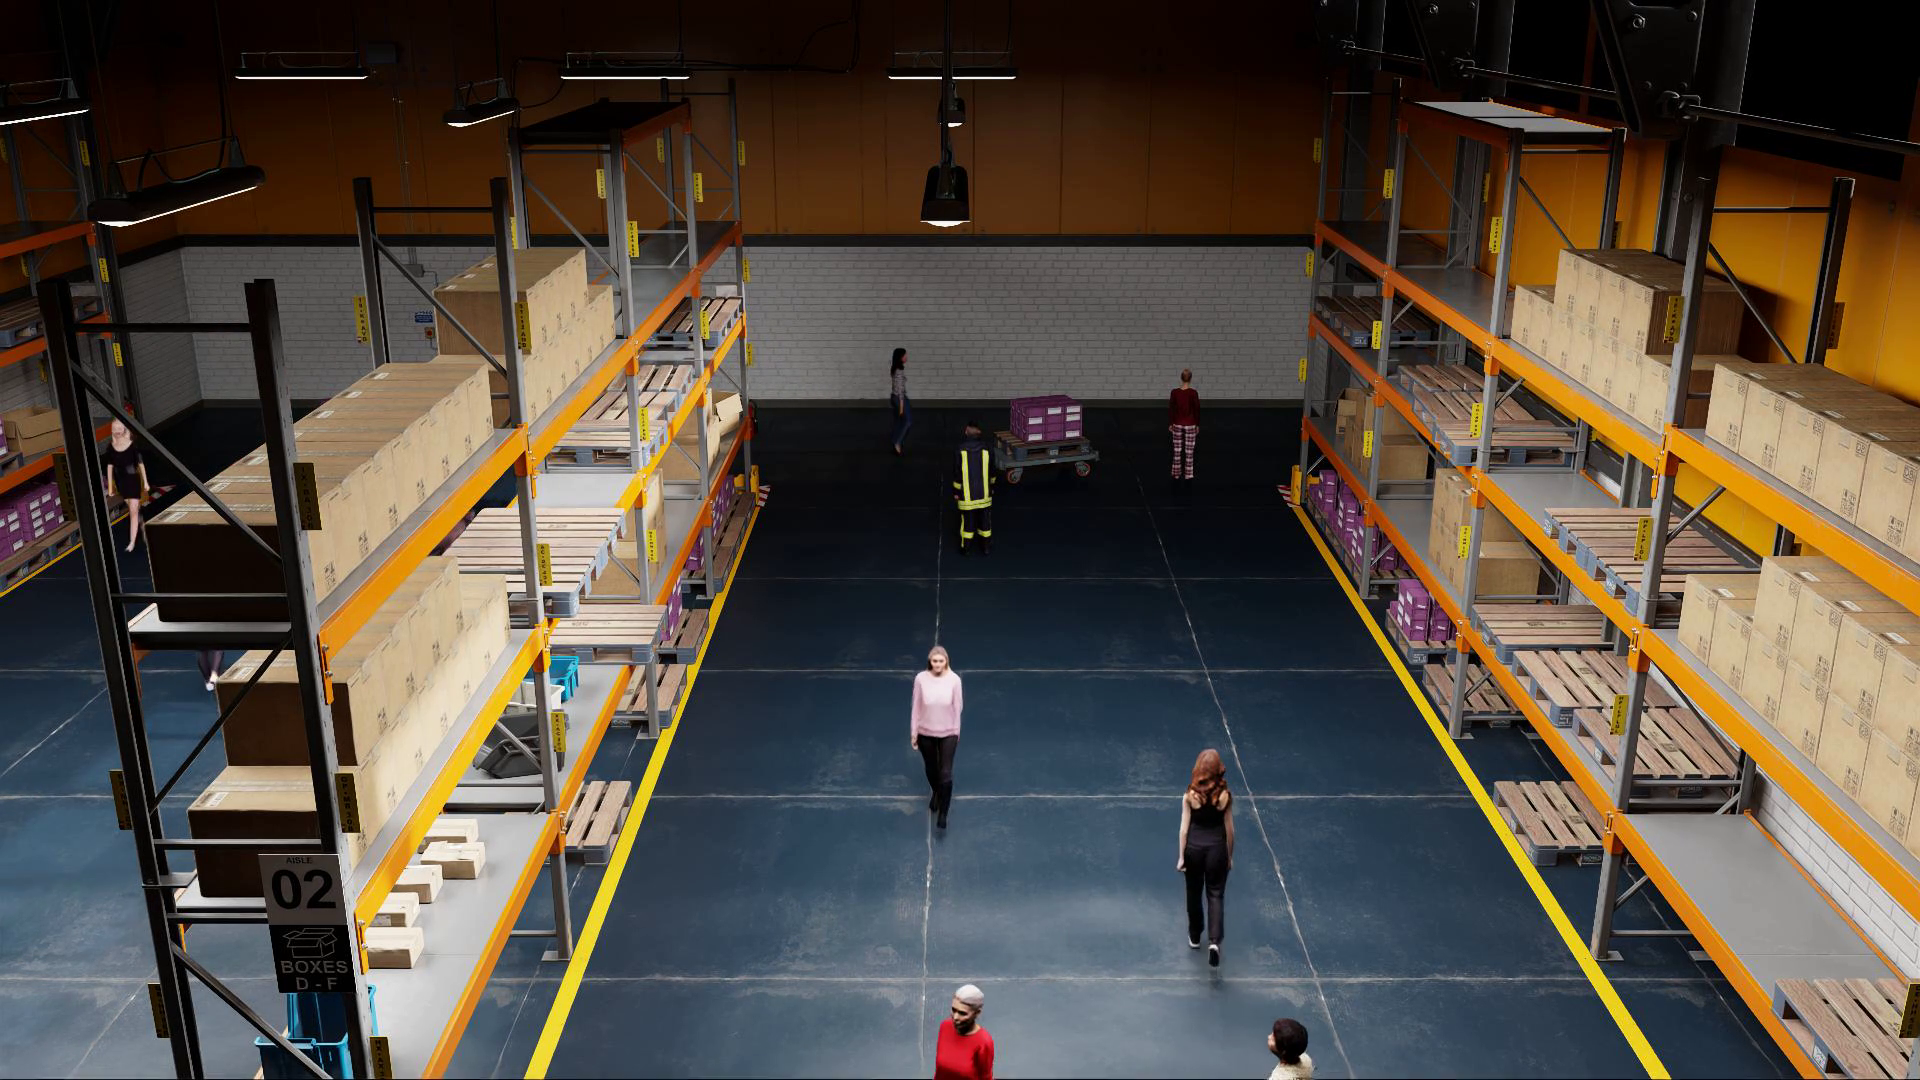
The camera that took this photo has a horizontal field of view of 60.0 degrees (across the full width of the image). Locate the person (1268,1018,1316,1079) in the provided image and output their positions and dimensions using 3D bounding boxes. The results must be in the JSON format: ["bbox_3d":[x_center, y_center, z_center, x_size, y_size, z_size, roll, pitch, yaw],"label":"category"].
[{"bbox_3d":[1.963,3.524,9.791,0.880,1.571,0.854,12,22,31],"label":"person"}]

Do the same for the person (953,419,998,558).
[{"bbox_3d":[0.182,-0.701,21.874,0.829,1.866,0.788,-5,19,-14],"label":"person"}]

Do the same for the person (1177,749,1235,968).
[{"bbox_3d":[1.886,2.451,12.727,0.587,1.729,0.979,0,19,1],"label":"person"}]

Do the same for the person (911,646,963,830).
[{"bbox_3d":[-0.211,1.720,15.031,0.685,1.644,1.078,2,19,7],"label":"person"}]

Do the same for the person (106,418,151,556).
[{"bbox_3d":[-11.001,-0.724,22.075,0.687,1.780,1.177,-2,19,-5],"label":"person"}]

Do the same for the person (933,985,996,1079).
[{"bbox_3d":[0.091,3.399,10.034,0.974,1.651,1.202,11,22,30],"label":"person"}]

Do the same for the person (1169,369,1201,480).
[{"bbox_3d":[3.415,-1.767,25.285,0.673,1.709,0.607,6,19,17],"label":"person"}]

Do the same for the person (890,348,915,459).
[{"bbox_3d":[-1.046,-2.145,26.286,0.727,1.786,0.620,-7,20,-19],"label":"person"}]
